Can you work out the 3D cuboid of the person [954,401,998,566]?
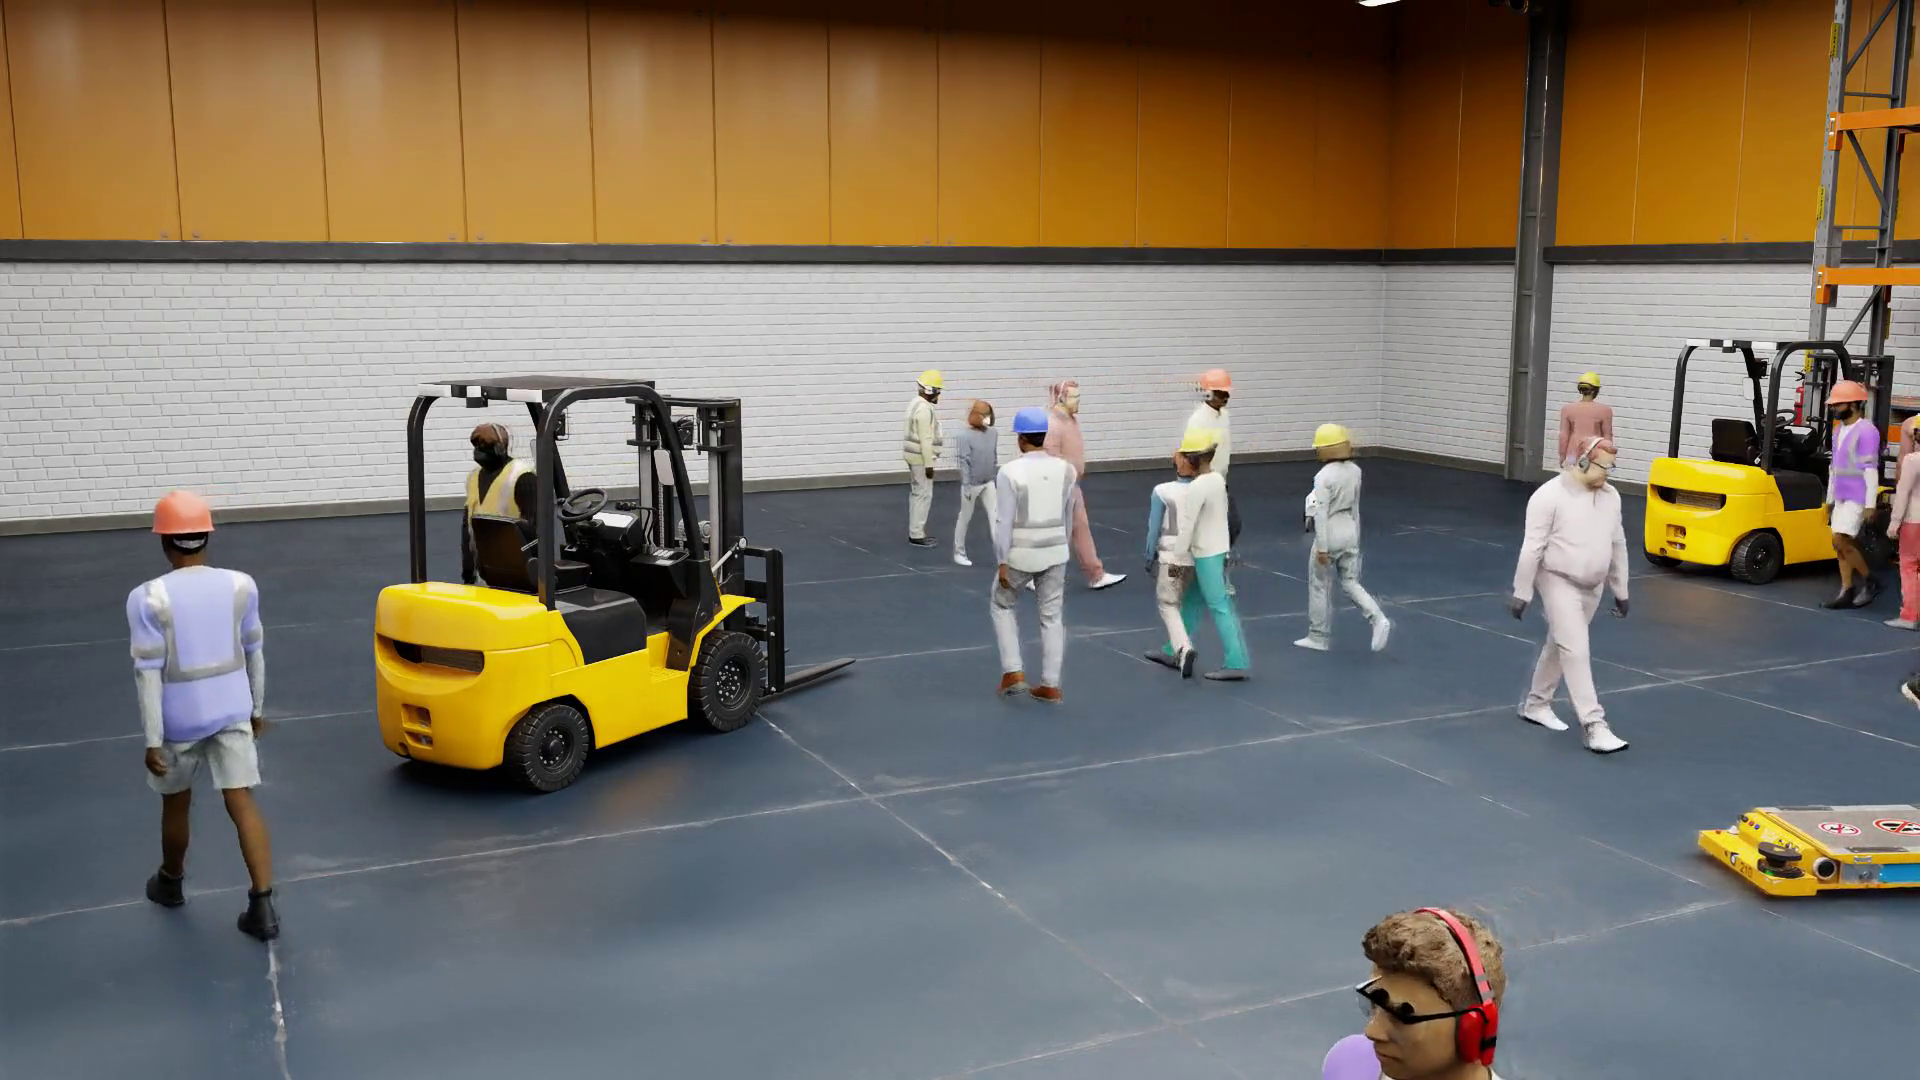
[{"bbox_3d":[0.217,-0.510,15.631,0.528,1.582,0.855,-8,12,-40],"label":"person"}]

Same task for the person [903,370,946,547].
[{"bbox_3d":[-0.359,-0.831,16.966,0.437,1.810,0.601,-1,9,-8],"label":"person"}]

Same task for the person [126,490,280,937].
[{"bbox_3d":[-3.232,0.724,7.088,0.560,1.887,0.970,-8,12,-41],"label":"person"}]

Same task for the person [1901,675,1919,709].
[{"bbox_3d":[6.383,0.209,10.193,0.622,1.925,0.977,-7,12,-38],"label":"person"}]

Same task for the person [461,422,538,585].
[{"bbox_3d":[-2.984,0.146,10.826,0.658,1.829,0.441,6,11,34],"label":"person"}]

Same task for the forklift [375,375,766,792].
[{"bbox_3d":[-2.268,0.149,9.685,1.214,2.155,2.313,6,11,32],"label":"forklift"}]

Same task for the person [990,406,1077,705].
[{"bbox_3d":[0.468,0.102,10.788,0.609,1.931,0.549,-4,10,-25],"label":"person"}]

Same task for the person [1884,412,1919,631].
[{"bbox_3d":[7.474,-0.144,12.872,0.528,1.756,0.404,-4,10,-21],"label":"person"}]

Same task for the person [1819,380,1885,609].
[{"bbox_3d":[7.292,-0.352,13.648,0.471,1.915,0.580,0,9,1],"label":"person"}]

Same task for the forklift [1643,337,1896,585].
[{"bbox_3d":[7.551,-0.789,15.507,2.313,2.155,1.214,-4,10,-25],"label":"forklift"}]

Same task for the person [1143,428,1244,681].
[{"bbox_3d":[1.598,0.095,11.440,0.855,1.725,0.541,4,10,26],"label":"person"}]

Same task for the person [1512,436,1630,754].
[{"bbox_3d":[3.682,0.307,9.802,0.685,1.833,1.028,-5,10,-28],"label":"person"}]

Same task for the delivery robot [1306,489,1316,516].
[{"bbox_3d":[3.962,-0.426,18.031,0.477,0.478,0.707,3,10,19],"label":"delivery robot"}]

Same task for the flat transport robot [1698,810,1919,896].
[{"bbox_3d":[4.283,1.426,7.712,1.431,0.197,0.652,0,9,-3],"label":"flat transport robot"}]

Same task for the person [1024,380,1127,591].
[{"bbox_3d":[0.947,-0.453,14.469,0.988,1.854,0.674,4,10,26],"label":"person"}]

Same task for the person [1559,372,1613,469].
[{"bbox_3d":[6.504,-0.865,17.308,0.530,1.765,0.326,5,11,31],"label":"person"}]

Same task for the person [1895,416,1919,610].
[{"bbox_3d":[7.956,-0.371,13.530,0.623,1.992,0.396,7,11,35],"label":"person"}]

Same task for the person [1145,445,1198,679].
[{"bbox_3d":[1.558,0.152,11.463,0.526,1.610,0.692,-2,9,-12],"label":"person"}]

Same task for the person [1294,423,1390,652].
[{"bbox_3d":[2.799,0.004,12.114,0.490,1.707,0.733,-7,11,-35],"label":"person"}]

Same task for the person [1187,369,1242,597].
[{"bbox_3d":[2.189,-0.474,14.224,0.572,1.972,0.654,7,11,37],"label":"person"}]

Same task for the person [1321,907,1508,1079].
[{"bbox_3d":[0.801,1.460,2.784,0.972,1.801,0.586,-4,10,-23],"label":"person"}]
